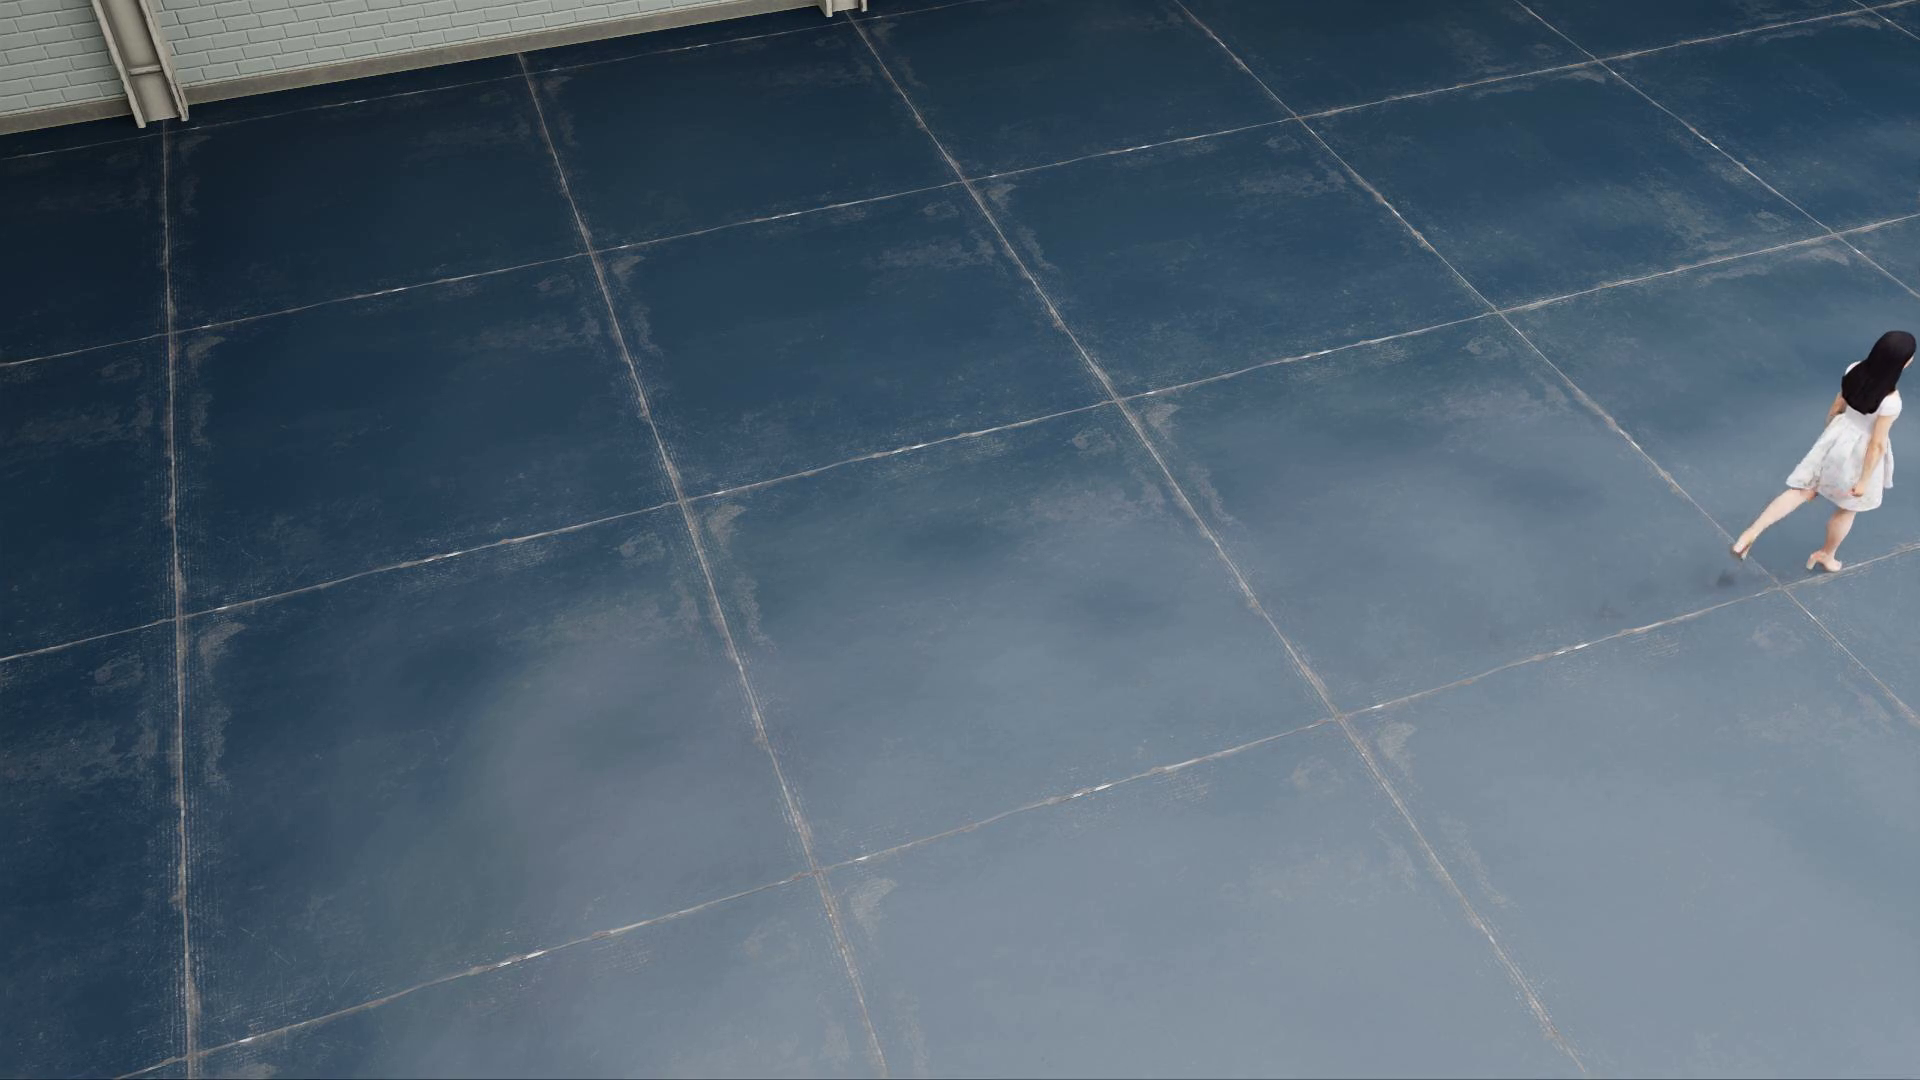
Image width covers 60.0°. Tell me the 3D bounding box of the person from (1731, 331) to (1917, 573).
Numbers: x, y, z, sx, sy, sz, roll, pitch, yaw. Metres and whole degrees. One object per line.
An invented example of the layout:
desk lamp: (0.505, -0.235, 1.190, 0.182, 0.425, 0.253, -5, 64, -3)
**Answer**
person: (4.920, -0.430, 9.390, 1.041, 1.753, 0.697, -9, 44, -10)
